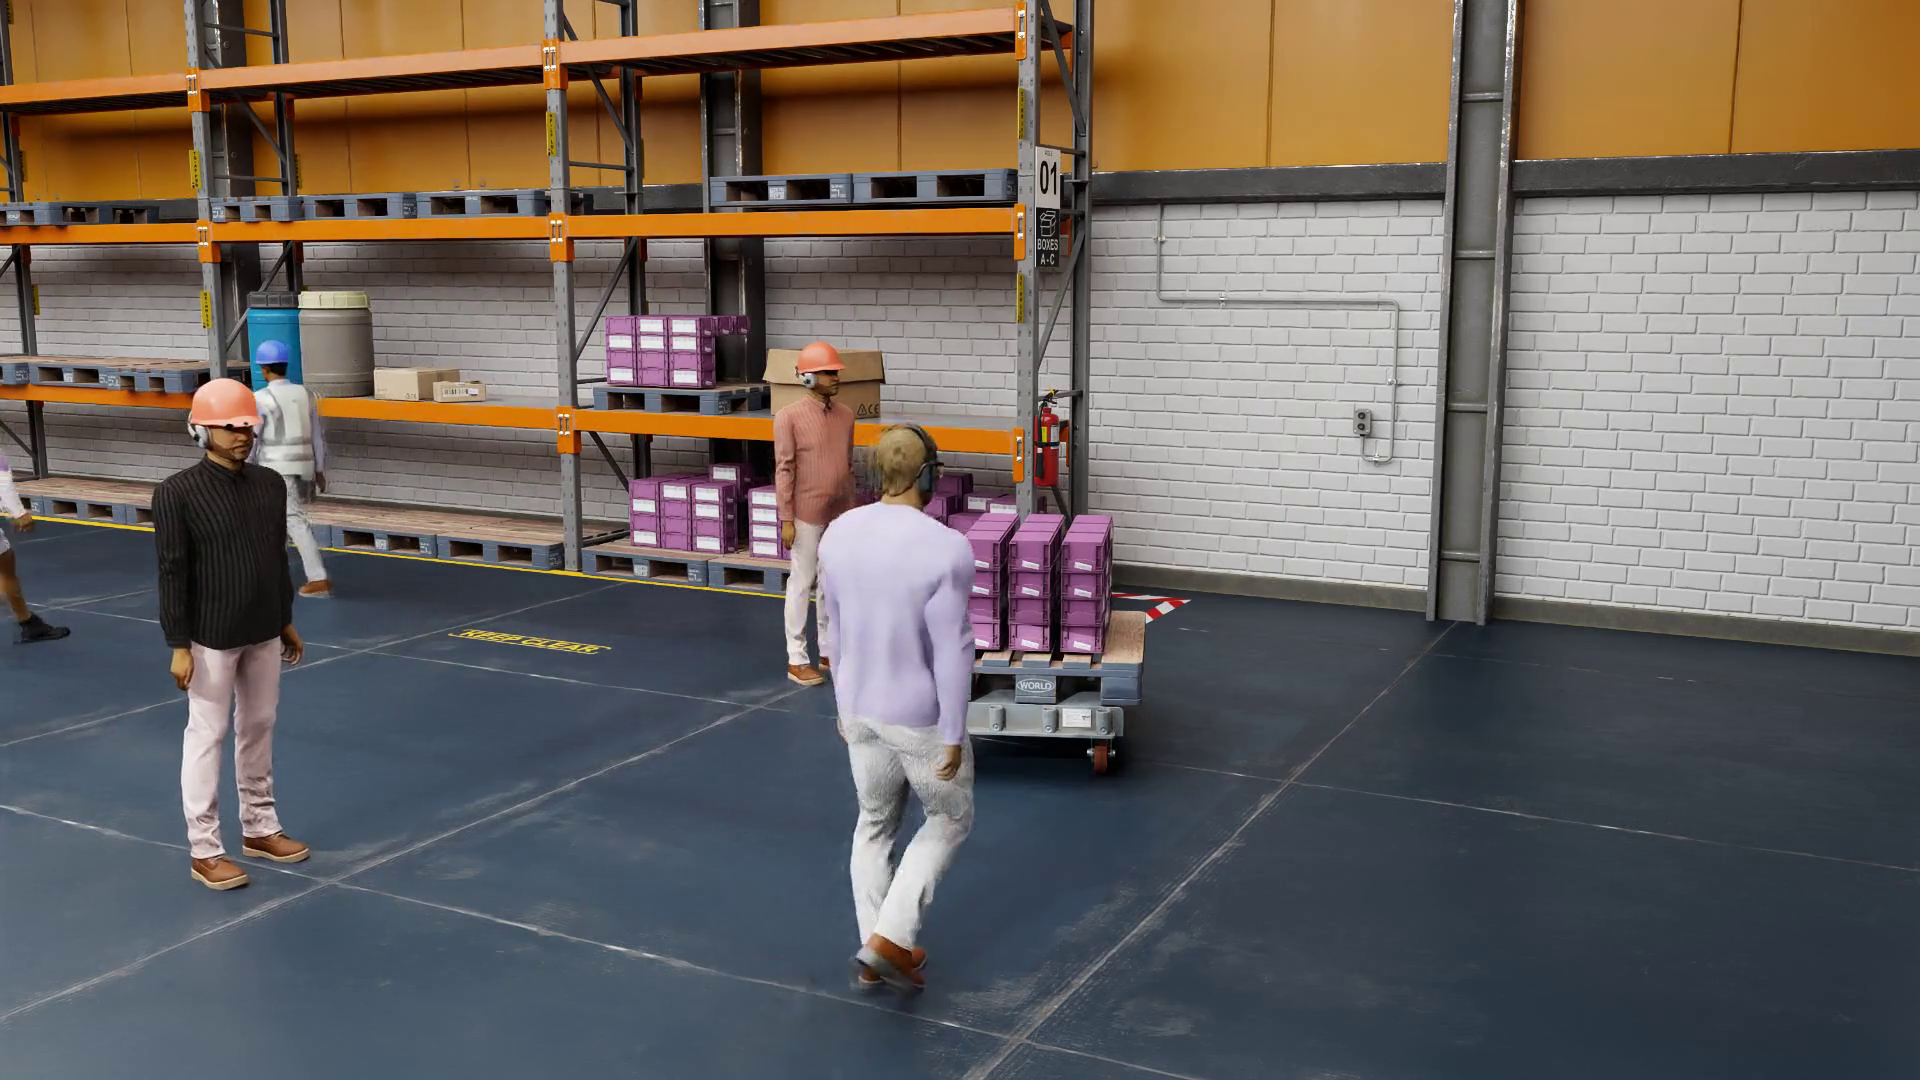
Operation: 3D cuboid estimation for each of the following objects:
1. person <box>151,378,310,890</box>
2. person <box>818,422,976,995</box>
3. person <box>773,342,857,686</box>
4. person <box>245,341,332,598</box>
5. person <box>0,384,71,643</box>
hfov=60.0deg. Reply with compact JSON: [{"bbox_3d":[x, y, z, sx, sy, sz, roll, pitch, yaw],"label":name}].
[{"bbox_3d":[-2.863,0.357,6.586,0.395,1.993,0.614,4,10,26],"label":"person"},{"bbox_3d":[-0.201,0.574,5.490,0.634,1.926,0.457,6,11,34],"label":"person"},{"bbox_3d":[-0.826,-0.160,9.770,0.372,1.997,0.620,8,12,40],"label":"person"},{"bbox_3d":[-5.048,-0.523,12.327,0.991,1.893,0.633,4,10,23],"label":"person"},{"bbox_3d":[-6.200,-0.201,10.412,0.541,1.889,1.022,8,12,40],"label":"person"}]
